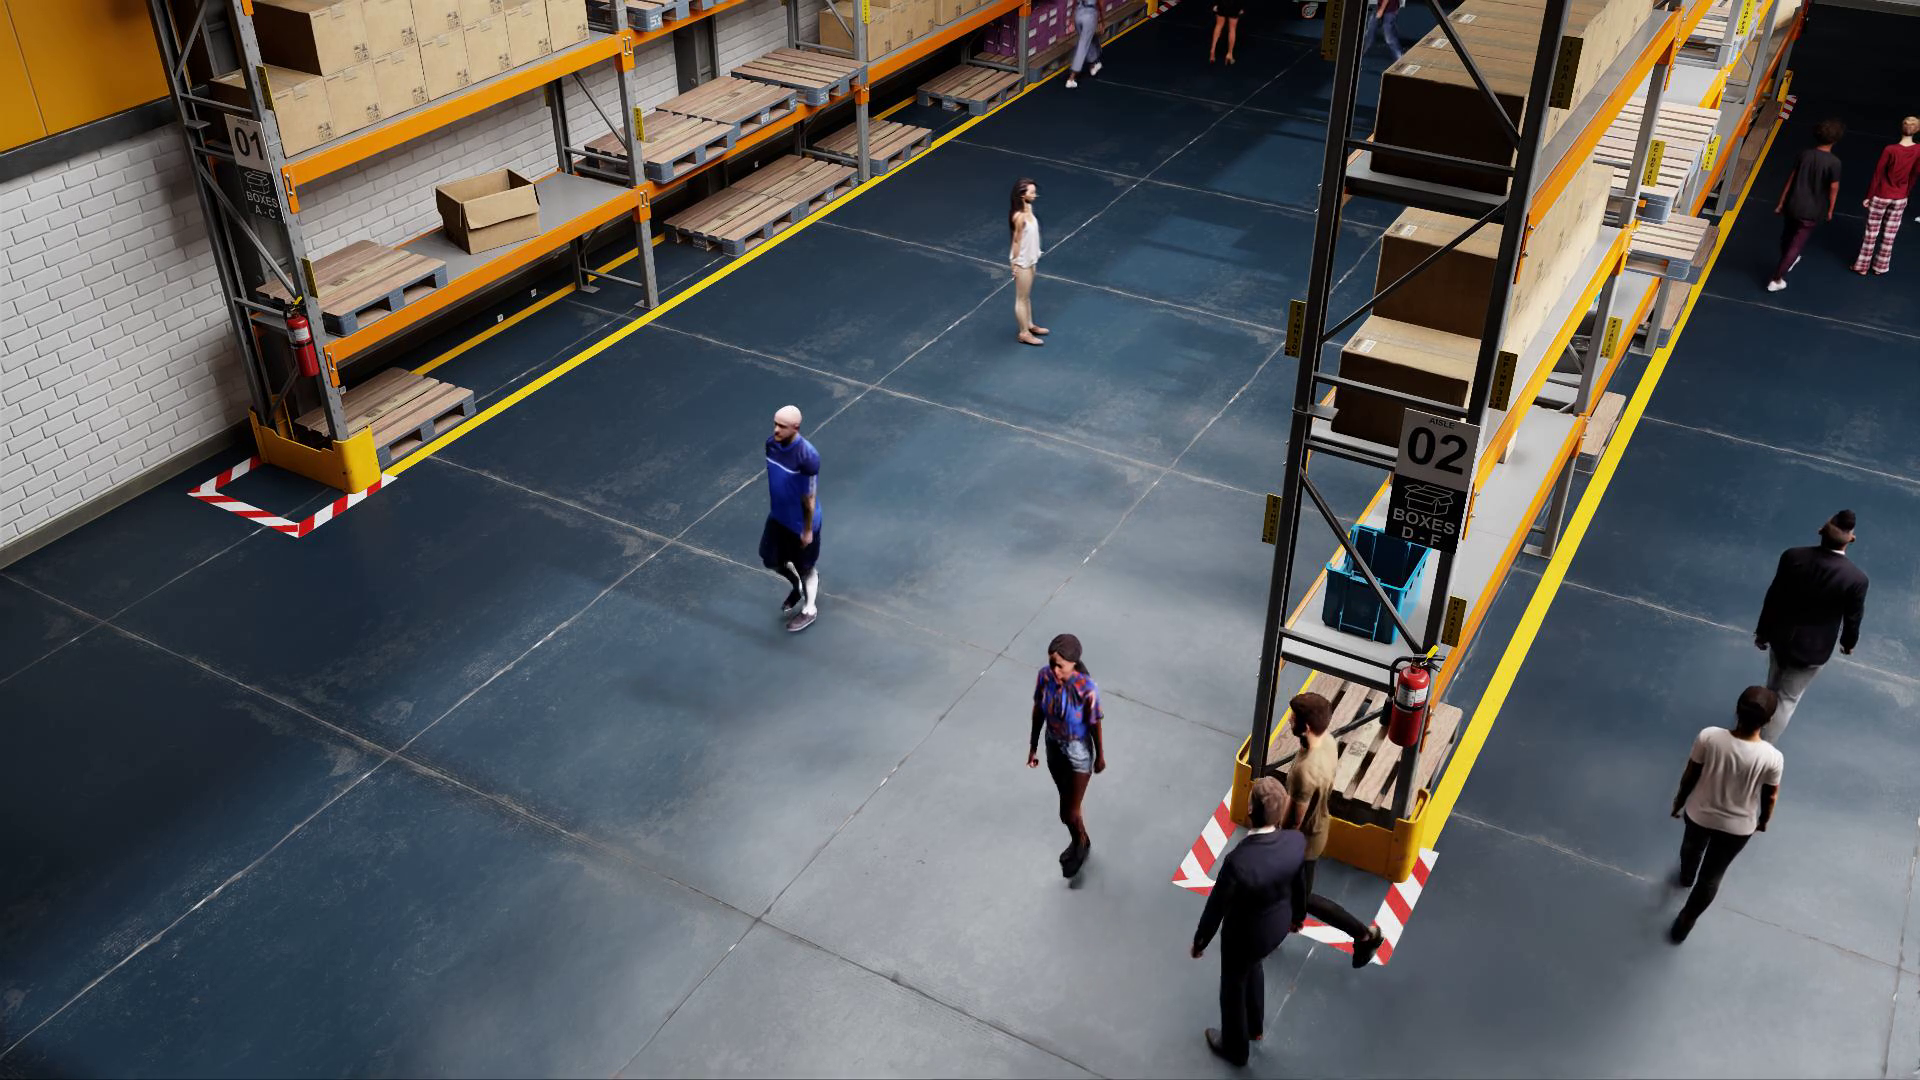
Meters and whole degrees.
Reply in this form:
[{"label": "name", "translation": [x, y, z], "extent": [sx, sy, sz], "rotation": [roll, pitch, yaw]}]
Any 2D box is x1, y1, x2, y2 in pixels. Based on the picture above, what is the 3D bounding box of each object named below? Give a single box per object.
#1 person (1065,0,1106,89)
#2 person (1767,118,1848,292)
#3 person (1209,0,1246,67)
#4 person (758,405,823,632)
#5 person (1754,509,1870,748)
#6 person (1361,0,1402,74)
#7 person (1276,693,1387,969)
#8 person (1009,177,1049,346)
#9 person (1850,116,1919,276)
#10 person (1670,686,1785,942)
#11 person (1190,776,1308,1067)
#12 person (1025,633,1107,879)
[{"label": "person", "translation": [1.629, -6.819, 22.145], "extent": [0.686, 1.635, 1.244], "rotation": [22, 39, 29]}, {"label": "person", "translation": [8.506, -3.355, 16.834], "extent": [1.137, 1.744, 0.893], "rotation": [-24, 41, -32]}, {"label": "person", "translation": [3.683, -7.336, 22.919], "extent": [0.596, 1.638, 0.636], "rotation": [22, 40, 30]}, {"label": "person", "translation": [-1.132, -0.178, 11.978], "extent": [0.730, 1.829, 0.719], "rotation": [26, 42, 34]}, {"label": "person", "translation": [5.350, 0.676, 10.620], "extent": [0.907, 1.910, 1.236], "rotation": [29, 43, 36]}, {"label": "person", "translation": [5.889, -7.221, 22.589], "extent": [1.074, 1.812, 1.138], "rotation": [-1, 34, -1]}, {"label": "person", "translation": [1.986, 1.659, 9.224], "extent": [0.889, 1.819, 1.116], "rotation": [10, 35, 15]}, {"label": "person", "translation": [0.593, -2.676, 15.895], "extent": [0.681, 1.653, 0.633], "rotation": [-6, 34, -9]}, {"label": "person", "translation": [9.605, -3.558, 17.179], "extent": [0.677, 1.701, 0.658], "rotation": [1, 34, 2]}, {"label": "person", "translation": [4.289, 1.592, 9.431], "extent": [0.699, 1.701, 0.965], "rotation": [22, 39, 29]}, {"label": "person", "translation": [1.580, 2.040, 8.671], "extent": [0.846, 1.796, 0.978], "rotation": [-18, 38, -25]}, {"label": "person", "translation": [0.706, 1.228, 9.957], "extent": [0.647, 1.725, 0.659], "rotation": [23, 40, 30]}]
